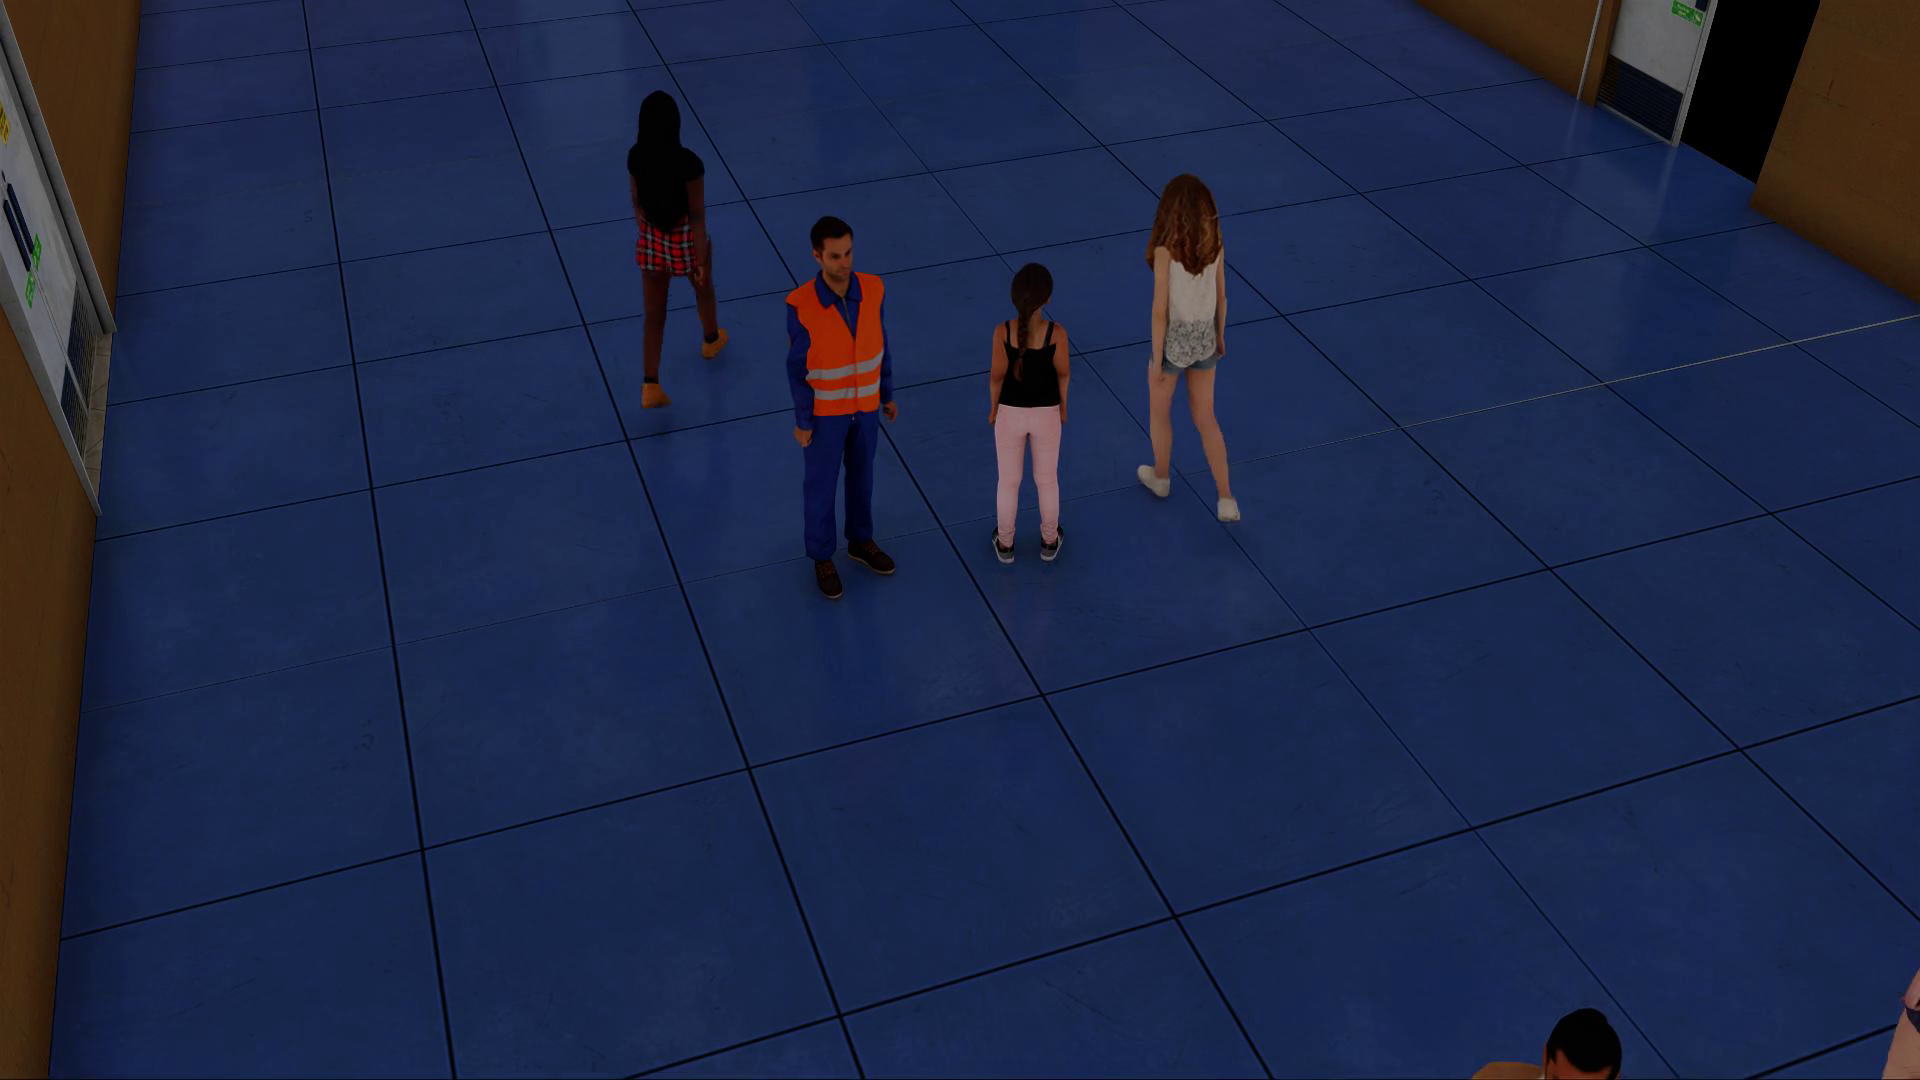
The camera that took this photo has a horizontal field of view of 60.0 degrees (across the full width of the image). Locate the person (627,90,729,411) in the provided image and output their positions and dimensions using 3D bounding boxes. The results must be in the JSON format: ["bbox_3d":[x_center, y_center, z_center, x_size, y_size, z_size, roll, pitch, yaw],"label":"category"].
[{"bbox_3d":[-1.554,-1.483,8.845,1.251,1.676,1.135,7,38,10],"label":"person"}]

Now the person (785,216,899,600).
[{"bbox_3d":[-0.538,-0.605,7.517,0.641,1.864,0.805,-23,43,-28],"label":"person"}]

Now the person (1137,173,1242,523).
[{"bbox_3d":[1.121,-0.838,7.947,0.921,1.722,0.686,-13,39,-17],"label":"person"}]

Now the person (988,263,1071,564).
[{"bbox_3d":[0.319,-0.576,7.728,0.544,1.565,0.658,0,37,1],"label":"person"}]

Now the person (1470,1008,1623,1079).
[{"bbox_3d":[1.467,1.821,4.378,0.716,1.753,0.810,10,38,13],"label":"person"}]
